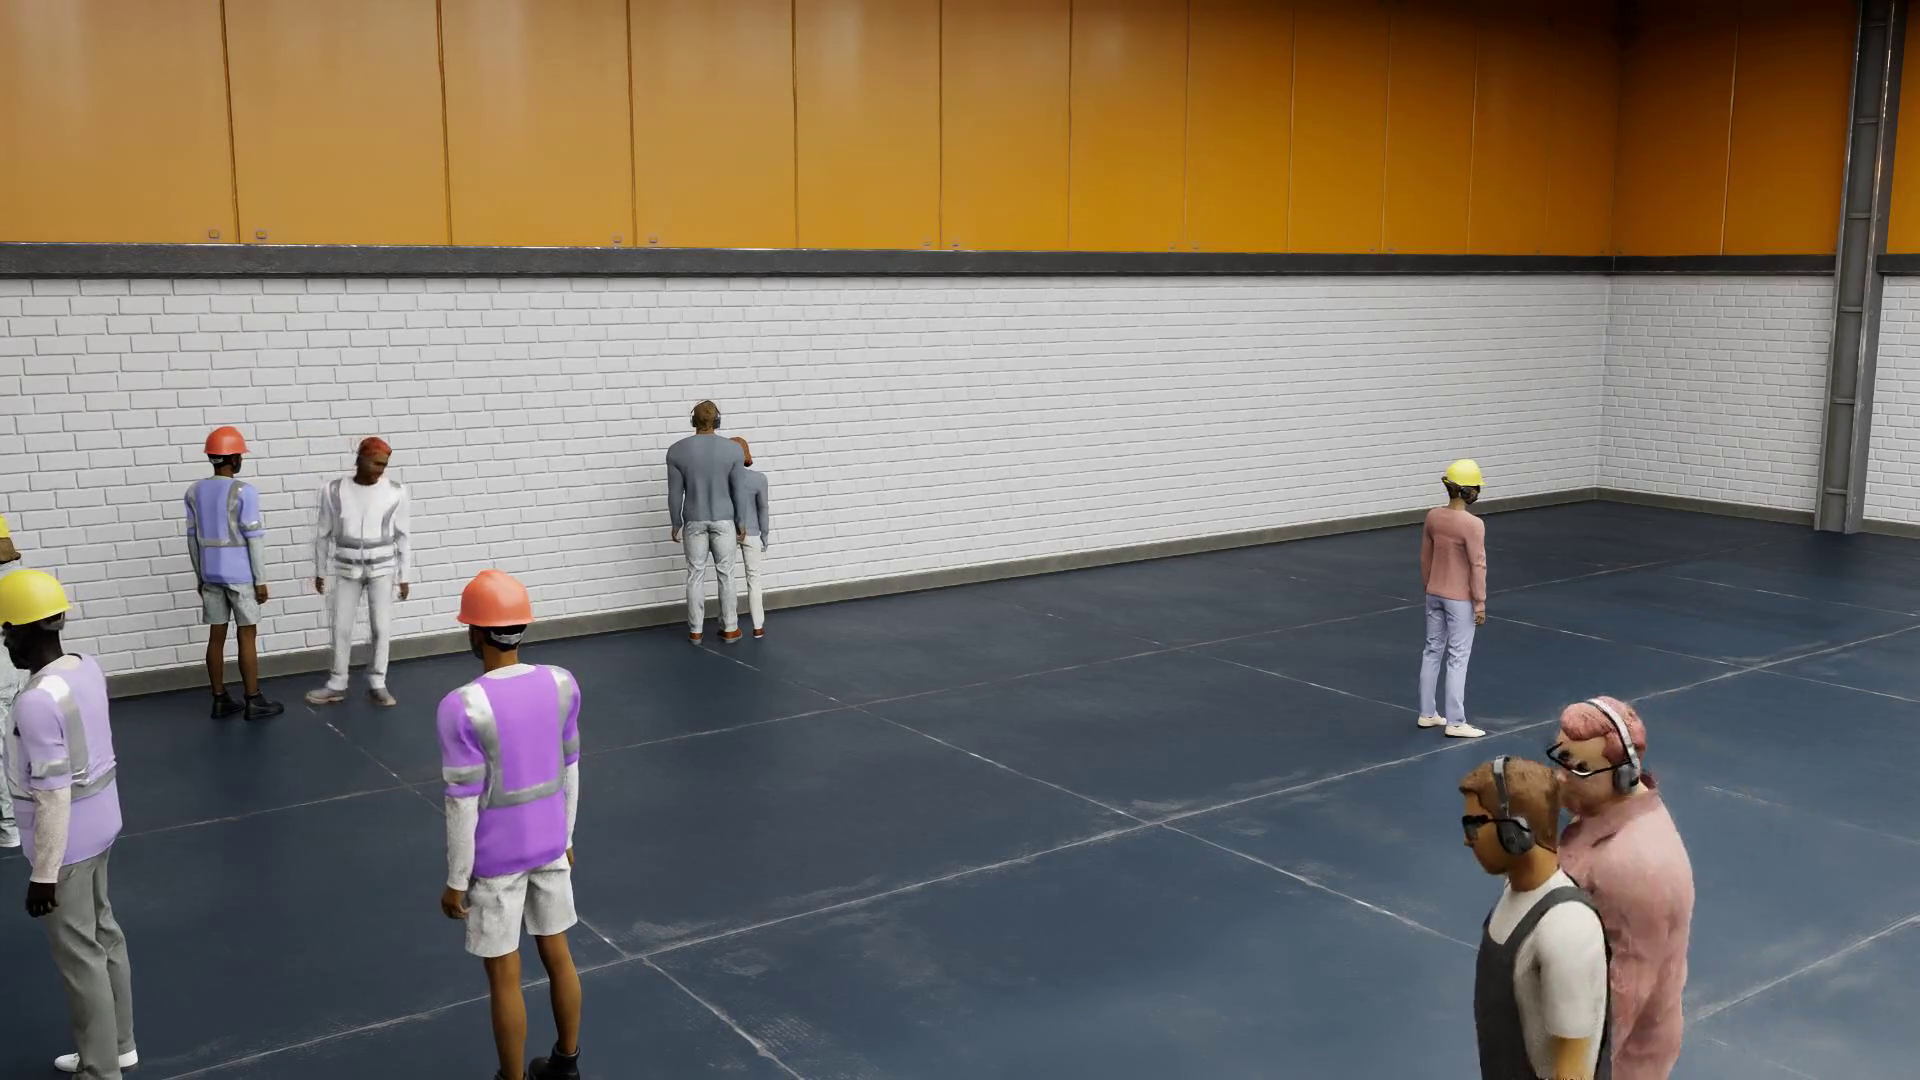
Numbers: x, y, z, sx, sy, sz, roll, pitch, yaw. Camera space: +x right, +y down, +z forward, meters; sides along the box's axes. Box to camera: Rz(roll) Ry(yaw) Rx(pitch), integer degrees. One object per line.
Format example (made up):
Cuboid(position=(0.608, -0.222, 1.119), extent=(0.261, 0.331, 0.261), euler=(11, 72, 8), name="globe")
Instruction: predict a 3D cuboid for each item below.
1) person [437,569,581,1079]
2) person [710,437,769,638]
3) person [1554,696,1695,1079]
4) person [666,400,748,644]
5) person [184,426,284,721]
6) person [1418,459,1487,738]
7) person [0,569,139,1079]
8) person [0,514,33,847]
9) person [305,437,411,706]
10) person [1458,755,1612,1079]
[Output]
Cuboid(position=(-1.558, 1.062, 5.748), extent=(0.371, 1.939, 0.543), euler=(8, 12, 39), name="person")
Cuboid(position=(-1.782, -0.017, 13.380), extent=(0.497, 1.625, 0.287), euler=(-1, 9, -6), name="person")
Cuboid(position=(1.696, 1.317, 4.443), extent=(0.390, 1.879, 0.847), euler=(2, 9, 14), name="person")
Cuboid(position=(-1.990, -0.138, 13.149), extent=(0.627, 1.940, 0.373), euler=(-1, 9, -4), name="person")
Cuboid(position=(-4.786, 0.221, 10.937), extent=(0.547, 1.939, 0.376), euler=(3, 10, 16), name="person")
Cuboid(position=(3.156, 0.371, 10.572), extent=(0.333, 1.758, 0.533), euler=(-4, 10, -24), name="person")
Cuboid(position=(-3.171, 1.051, 5.859), extent=(0.377, 1.922, 0.594), euler=(-2, 9, -12), name="person")
Cuboid(position=(-4.938, 0.704, 8.560), extent=(0.322, 1.742, 0.493), euler=(4, 10, 24), name="person")
Cuboid(position=(-4.065, 0.220, 11.225), extent=(0.718, 1.847, 0.432), euler=(-2, 9, -14), name="person")
Cuboid(position=(1.362, 1.418, 3.942), extent=(0.438, 1.810, 0.582), euler=(1, 9, 6), name="person")
